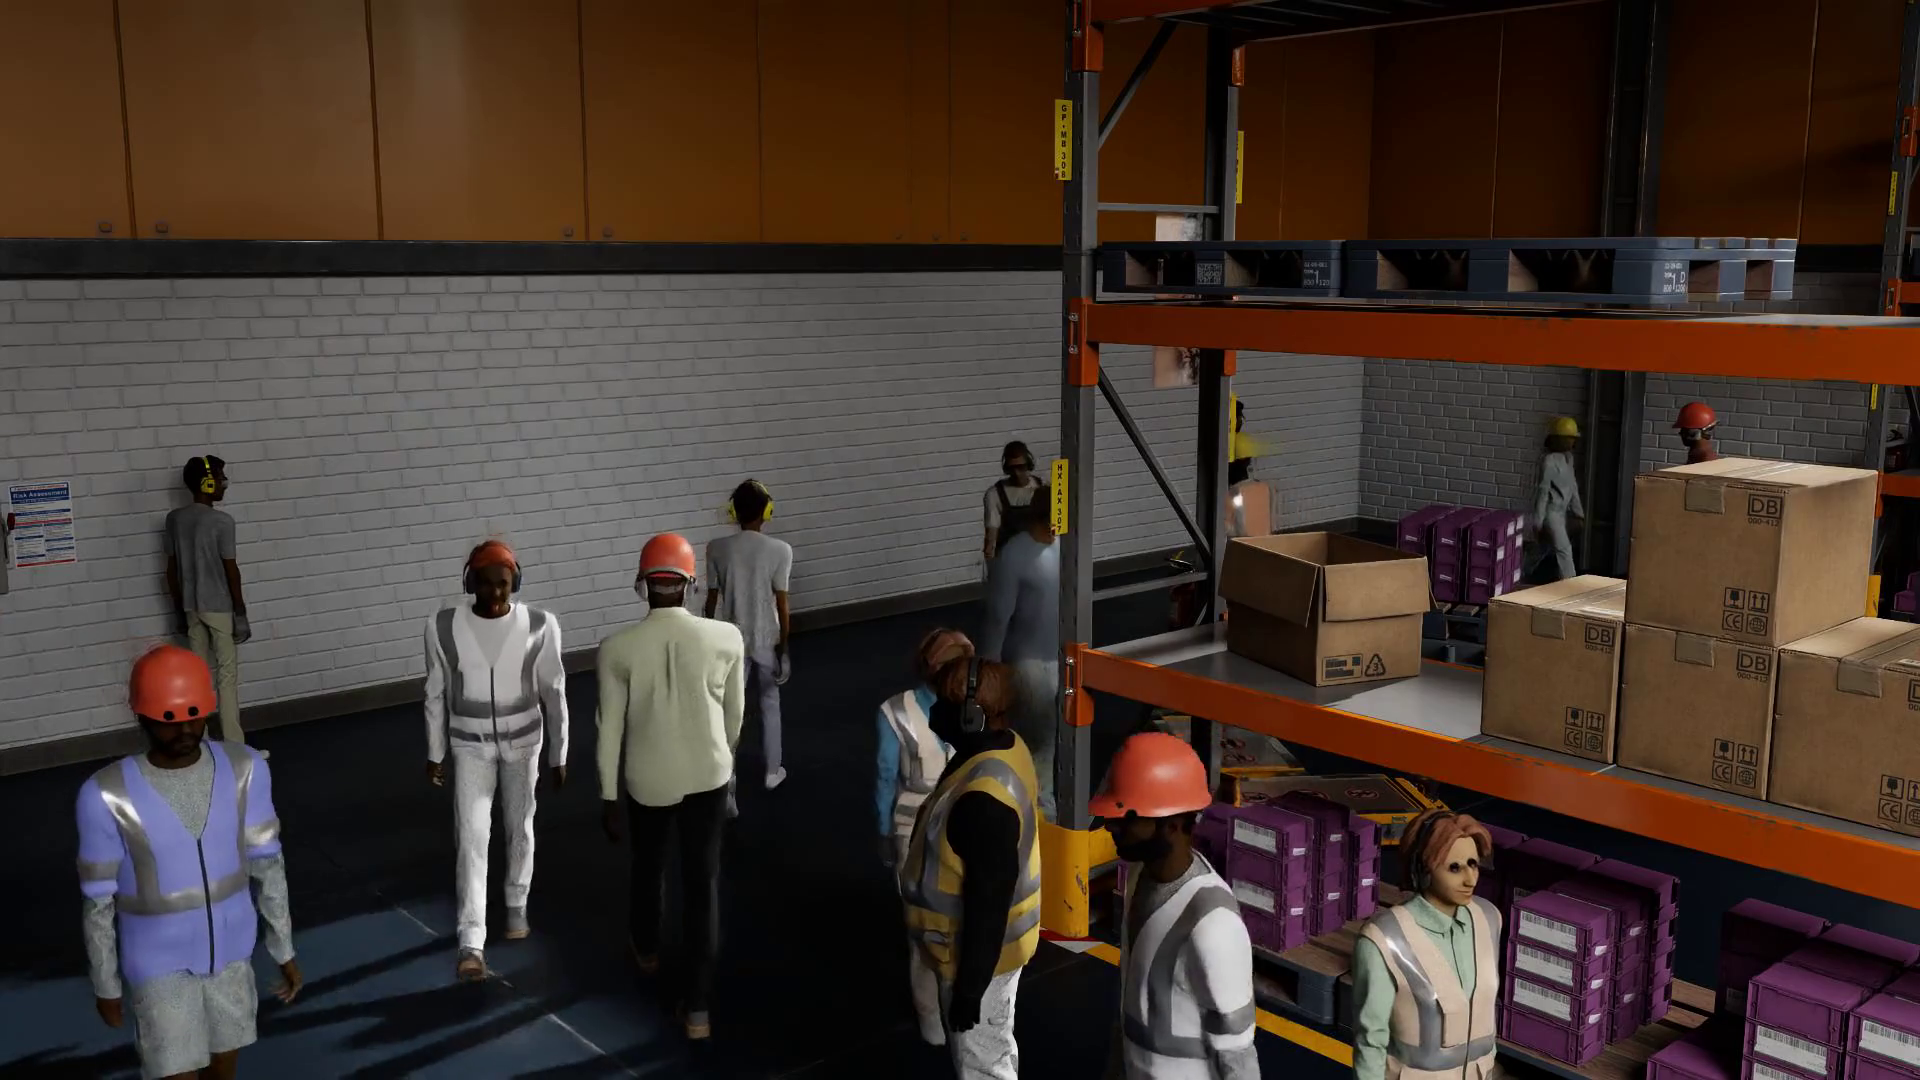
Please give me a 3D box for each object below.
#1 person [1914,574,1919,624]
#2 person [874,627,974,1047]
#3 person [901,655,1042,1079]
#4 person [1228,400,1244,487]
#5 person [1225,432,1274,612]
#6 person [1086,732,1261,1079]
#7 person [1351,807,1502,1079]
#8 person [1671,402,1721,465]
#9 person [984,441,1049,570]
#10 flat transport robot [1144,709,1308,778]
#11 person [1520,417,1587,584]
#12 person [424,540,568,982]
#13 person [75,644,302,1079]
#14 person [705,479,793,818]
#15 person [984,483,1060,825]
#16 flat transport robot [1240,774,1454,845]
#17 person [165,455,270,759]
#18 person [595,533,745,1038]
[{"bbox_3d":[4.722,0.724,7.940,0.635,1.937,0.354,-9,13,-43],"label":"person"},{"bbox_3d":[-0.109,1.119,6.567,0.518,1.622,0.552,-3,10,-16],"label":"person"},{"bbox_3d":[0.035,1.254,5.118,0.429,1.845,0.622,1,10,3],"label":"person"},{"bbox_3d":[2.178,-0.226,13.720,0.309,1.863,0.534,-4,11,-24],"label":"person"},{"bbox_3d":[1.872,0.216,11.120,0.591,1.875,1.009,-8,13,-40],"label":"person"},{"bbox_3d":[0.633,1.387,4.217,0.989,1.895,0.535,-1,10,-7],"label":"person"},{"bbox_3d":[1.207,1.489,4.332,0.512,1.642,0.312,-6,11,-32],"label":"person"},{"bbox_3d":[5.301,-0.001,12.033,0.392,1.990,0.611,3,10,18],"label":"person"},{"bbox_3d":[0.425,0.206,11.387,0.554,1.789,0.779,-2,10,-14],"label":"person"},{"bbox_3d":[1.528,1.256,9.701,0.652,0.197,1.431,-1,10,-5],"label":"flat transport robot"},{"bbox_3d":[5.026,-0.209,14.117,0.912,1.696,0.501,7,12,37],"label":"person"},{"bbox_3d":[-1.971,0.922,7.084,0.602,1.830,0.977,-3,10,-15],"label":"person"},{"bbox_3d":[-2.267,1.246,4.954,0.514,1.919,0.546,8,13,41],"label":"person"},{"bbox_3d":[-1.178,0.584,9.143,0.522,1.819,0.980,1,10,4],"label":"person"},{"bbox_3d":[0.359,0.616,8.750,0.988,1.887,0.643,9,13,42],"label":"person"},{"bbox_3d":[1.889,1.425,8.708,1.431,0.197,0.652,-1,10,-5],"label":"flat transport robot"},{"bbox_3d":[-4.455,0.428,9.896,0.521,1.864,0.336,3,10,19],"label":"person"},{"bbox_3d":[-1.162,0.938,6.715,0.598,1.934,1.008,-2,10,-13],"label":"person"}]
